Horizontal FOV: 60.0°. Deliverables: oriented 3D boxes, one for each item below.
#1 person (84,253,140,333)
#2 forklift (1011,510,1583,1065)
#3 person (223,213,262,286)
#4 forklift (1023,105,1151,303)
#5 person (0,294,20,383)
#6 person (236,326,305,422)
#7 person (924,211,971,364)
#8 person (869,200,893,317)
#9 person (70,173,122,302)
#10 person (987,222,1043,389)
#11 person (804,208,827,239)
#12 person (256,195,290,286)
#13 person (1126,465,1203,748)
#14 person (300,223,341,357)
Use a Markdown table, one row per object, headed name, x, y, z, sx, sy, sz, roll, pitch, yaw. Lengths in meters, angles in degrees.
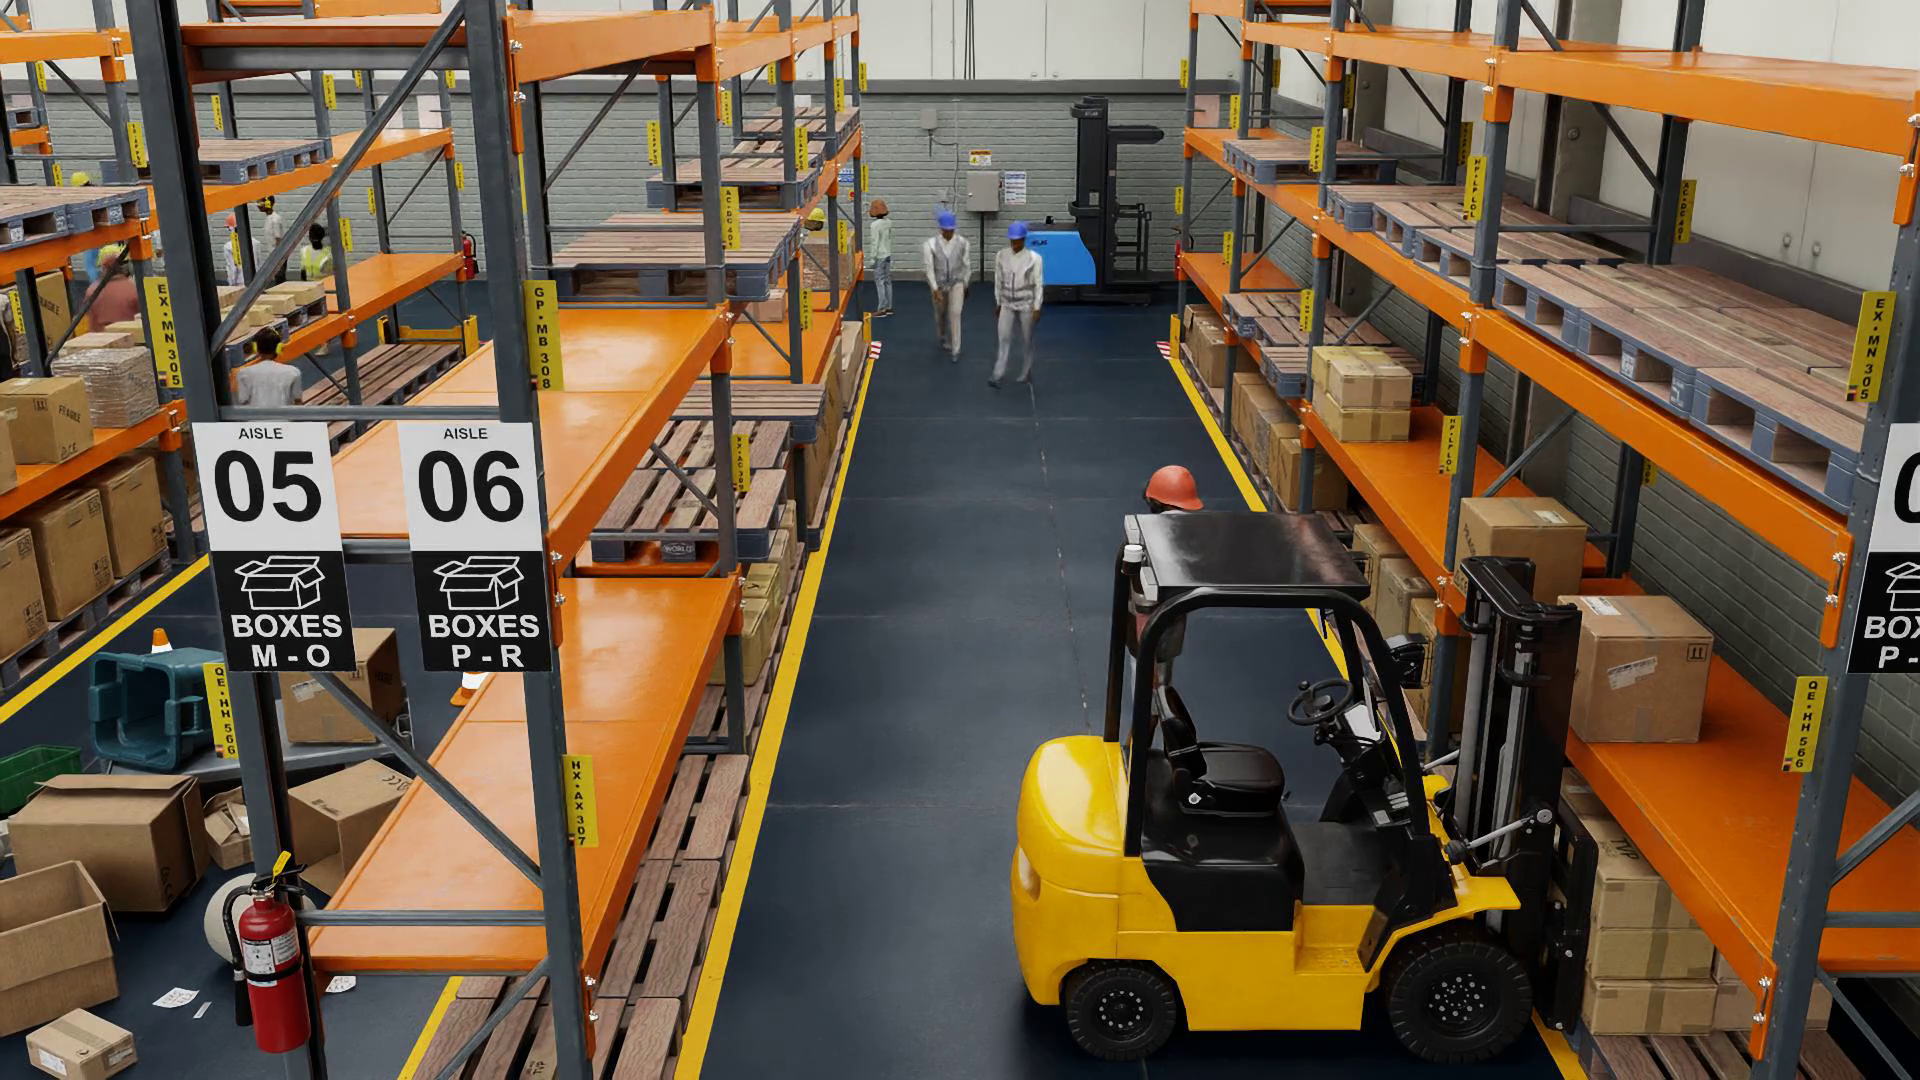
| name | x | y | z | sx | sy | sz | roll | pitch | yaw |
| --- | --- | --- | --- | --- | --- | --- | --- | --- | --- |
| person | -8.606 | -2.052 | 17.298 | 0.665 | 1.855 | 1.019 | 2 | 18 | 6 |
| forklift | 1.387 | 1.055 | 7.378 | 2.313 | 2.155 | 1.214 | 0 | 18 | 0 |
| person | -9.093 | -3.263 | 21.122 | 0.342 | 1.751 | 0.563 | 7 | 20 | 20 |
| forklift | 1.857 | -4.944 | 24.441 | 1.873 | 2.768 | 1.129 | 0 | 18 | 0 |
| person | -9.714 | -1.839 | 16.679 | 0.325 | 1.841 | 0.517 | 12 | 22 | 33 |
| person | -5.627 | -0.846 | 13.698 | 0.512 | 1.816 | 0.919 | -3 | 18 | -8 |
| person | -0.161 | -3.211 | 20.821 | 0.583 | 1.868 | 1.071 | -1 | 18 | -4 |
| person | -1.123 | -3.972 | 23.455 | 0.264 | 1.632 | 0.507 | 9 | 20 | 24 |
| person | -12.739 | -4.504 | 24.692 | 0.394 | 1.890 | 0.822 | 10 | 21 | 28 |
| person | 0.631 | -2.678 | 19.113 | 0.644 | 1.901 | 0.956 | 8 | 20 | 22 |
| person | -1.882 | -3.479 | 21.815 | 0.323 | 1.731 | 0.490 | -1 | 18 | -4 |
| person | -9.284 | -3.805 | 22.603 | 0.332 | 1.859 | 0.519 | -11 | 21 | -30 |
| person | 1.101 | 0.575 | 9.070 | 0.387 | 2.039 | 0.615 | 5 | 19 | 16 |
| person | -8.013 | -3.196 | 21.045 | 0.534 | 1.670 | 0.720 | 7 | 19 | 19 |
